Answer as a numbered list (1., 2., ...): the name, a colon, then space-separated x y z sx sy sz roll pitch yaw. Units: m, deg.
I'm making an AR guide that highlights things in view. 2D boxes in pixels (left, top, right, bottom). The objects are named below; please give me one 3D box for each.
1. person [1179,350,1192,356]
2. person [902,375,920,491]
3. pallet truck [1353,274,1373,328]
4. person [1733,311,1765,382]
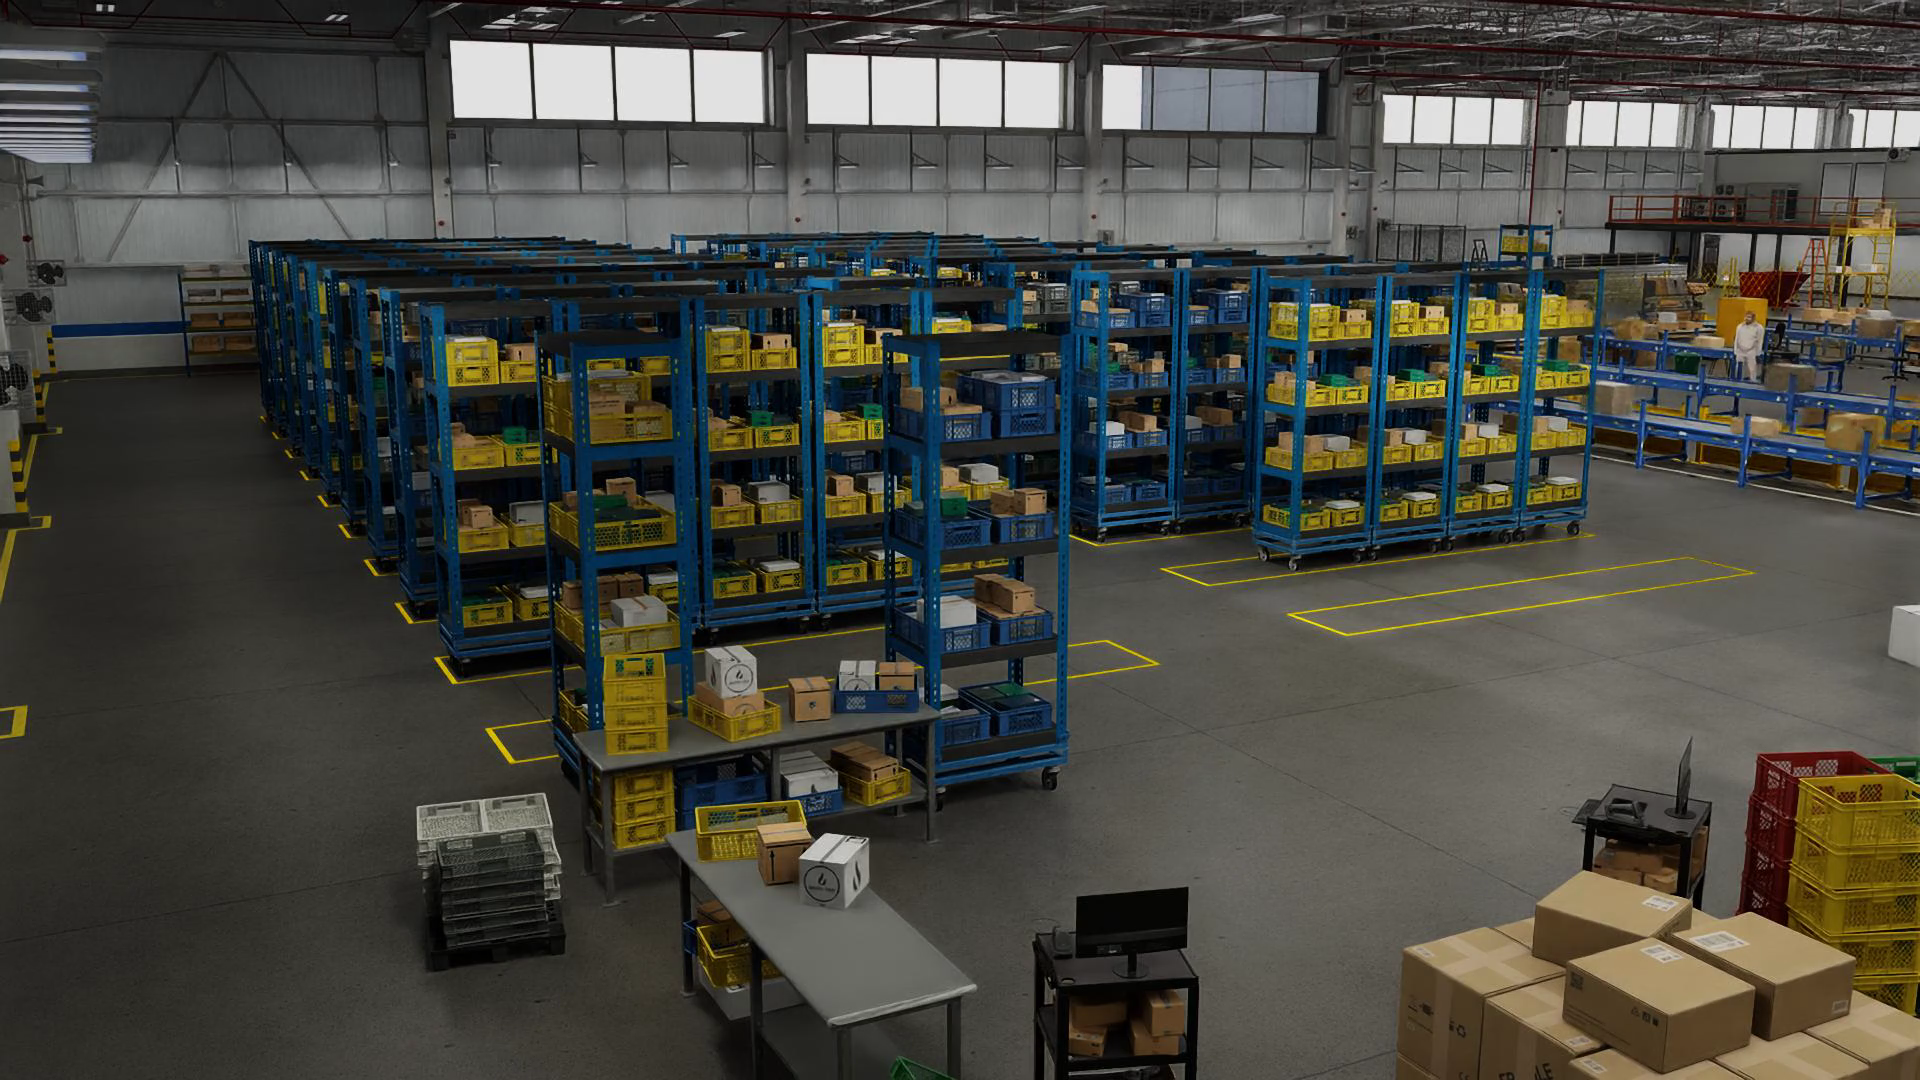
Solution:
1. person: 5.003 -4.140 37.581 0.541 1.721 0.887 -6 13 -24
2. person: -0.579 -1.501 24.748 0.643 1.941 1.018 -11 16 -42
3. pallet truck: 13.011 -8.050 55.243 0.823 1.965 1.885 -7 14 -28
4. person: 17.842 -4.245 37.699 0.401 1.897 0.643 -9 15 -36
